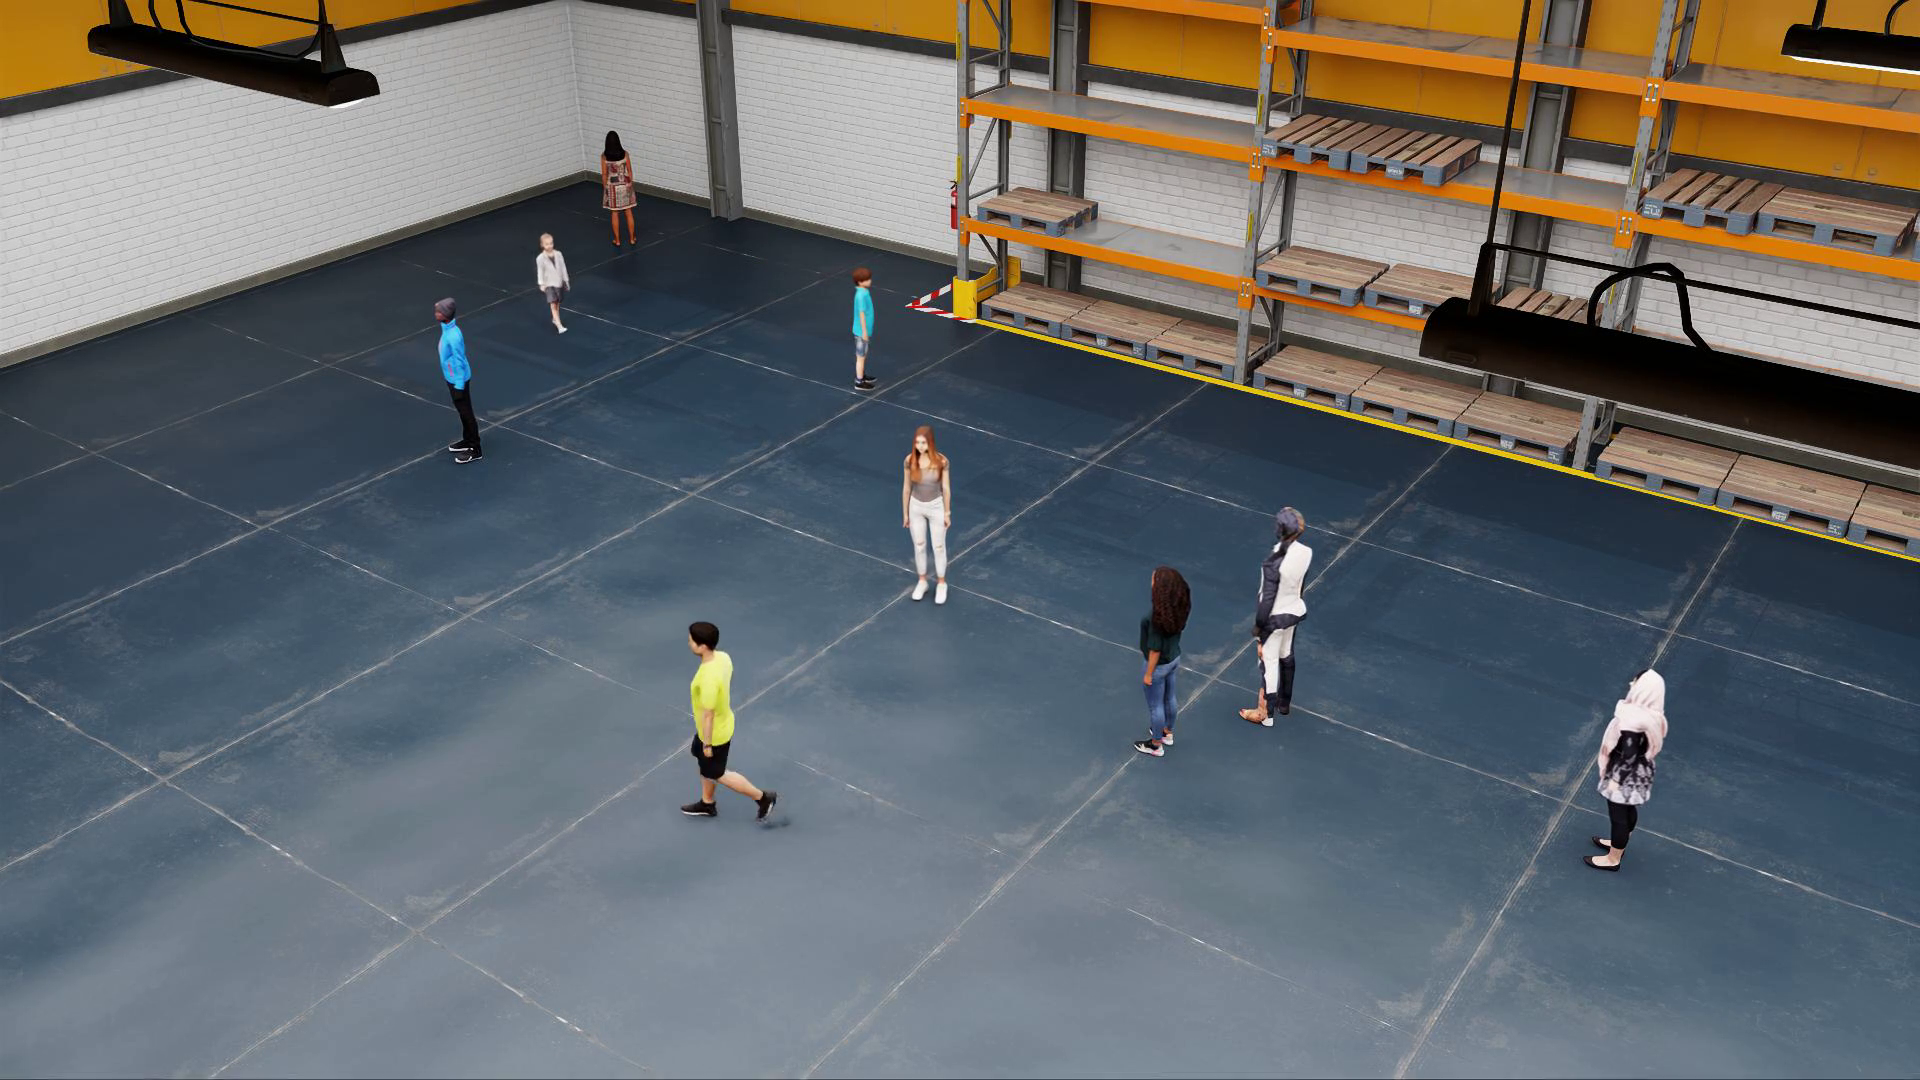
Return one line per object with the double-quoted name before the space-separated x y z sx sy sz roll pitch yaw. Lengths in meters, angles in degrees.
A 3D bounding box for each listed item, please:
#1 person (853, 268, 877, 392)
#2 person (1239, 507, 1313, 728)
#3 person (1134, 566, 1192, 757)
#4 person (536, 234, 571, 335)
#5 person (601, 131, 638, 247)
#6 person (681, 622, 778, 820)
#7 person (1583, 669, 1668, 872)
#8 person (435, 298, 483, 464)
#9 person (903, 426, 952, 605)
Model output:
"person" -1.135 -2.473 19.314 0.624 1.449 0.591 0 29 -1
"person" 2.538 0.604 13.208 0.727 1.893 0.662 -24 36 -36
"person" 1.561 0.934 12.894 0.591 1.616 0.601 20 35 33
"person" -5.144 -3.247 20.945 0.646 1.246 0.897 -21 35 -34
"person" -4.899 -5.050 23.832 0.724 1.645 0.740 -9 30 -16
"person" -1.704 1.348 12.060 1.085 1.687 0.947 1 29 2
"person" 4.690 1.603 11.645 0.594 1.637 0.618 19 34 31
"person" -5.283 -1.701 17.540 0.753 1.792 0.634 -14 31 -23
"person" -0.287 -0.253 14.966 0.604 1.716 0.725 4 29 8
